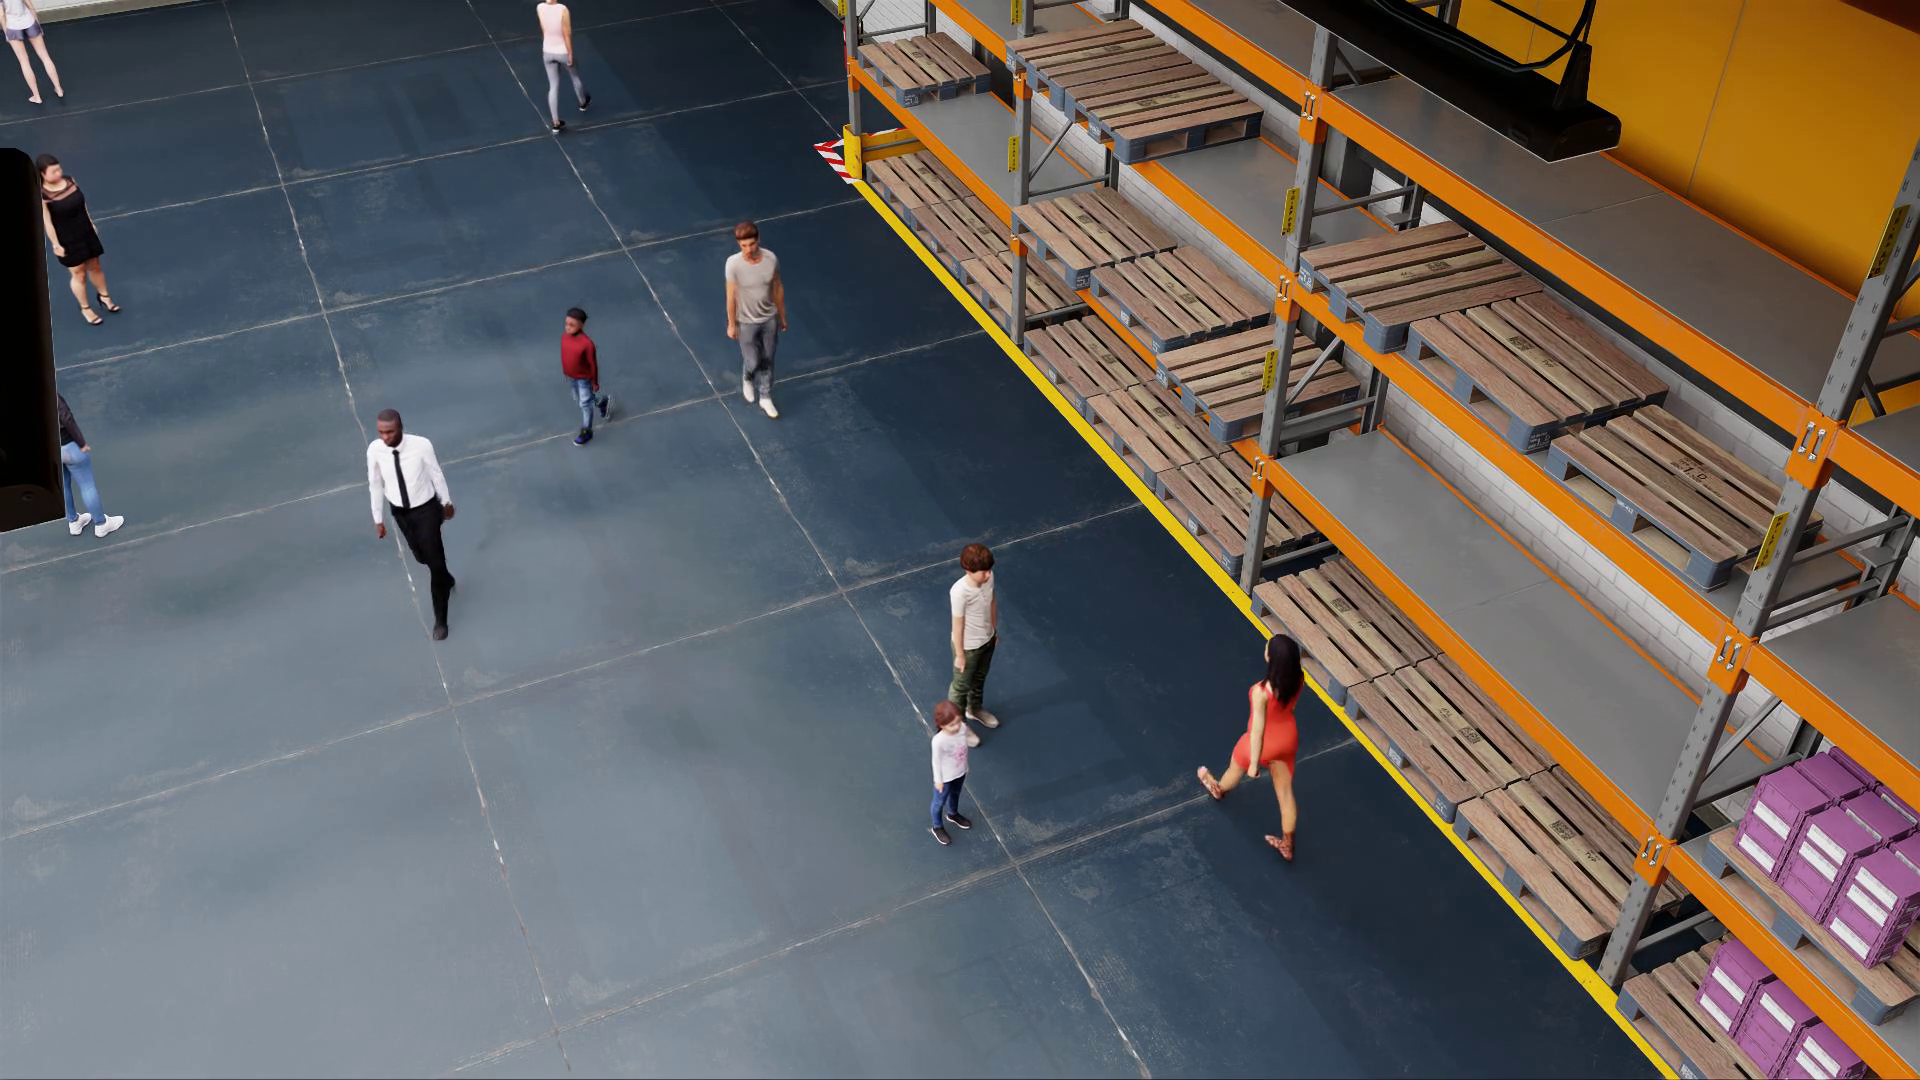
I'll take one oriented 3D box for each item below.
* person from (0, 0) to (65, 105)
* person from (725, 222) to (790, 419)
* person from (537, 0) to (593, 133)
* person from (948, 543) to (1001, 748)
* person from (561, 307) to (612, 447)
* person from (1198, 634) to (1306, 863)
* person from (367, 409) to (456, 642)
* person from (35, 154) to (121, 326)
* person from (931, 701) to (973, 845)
[{"bbox_3d":[-10.985,-6.003,19.464,0.647,1.765,0.645,-31,48,-32],"label":"person"},{"bbox_3d":[-1.786,-1.937,14.287,0.691,1.871,0.726,-18,42,-21],"label":"person"},{"bbox_3d":[-4.588,-5.466,18.860,0.950,1.678,1.161,5,39,6],"label":"person"},{"bbox_3d":[0.085,0.675,11.192,0.653,1.652,0.639,26,45,28],"label":"person"},{"bbox_3d":[-3.197,-1.444,14.173,0.785,1.243,0.773,23,44,26],"label":"person"},{"bbox_3d":[1.987,1.335,10.355,0.687,1.665,1.140,-21,43,-24],"label":"person"},{"bbox_3d":[-3.973,-0.260,12.234,0.953,1.812,1.143,-1,39,-1],"label":"person"},{"bbox_3d":[-8.283,-2.817,15.518,0.811,1.709,0.749,12,40,14],"label":"person"},{"bbox_3d":[-0.070,1.456,10.649,0.504,1.110,0.543,-31,48,-33],"label":"person"}]
